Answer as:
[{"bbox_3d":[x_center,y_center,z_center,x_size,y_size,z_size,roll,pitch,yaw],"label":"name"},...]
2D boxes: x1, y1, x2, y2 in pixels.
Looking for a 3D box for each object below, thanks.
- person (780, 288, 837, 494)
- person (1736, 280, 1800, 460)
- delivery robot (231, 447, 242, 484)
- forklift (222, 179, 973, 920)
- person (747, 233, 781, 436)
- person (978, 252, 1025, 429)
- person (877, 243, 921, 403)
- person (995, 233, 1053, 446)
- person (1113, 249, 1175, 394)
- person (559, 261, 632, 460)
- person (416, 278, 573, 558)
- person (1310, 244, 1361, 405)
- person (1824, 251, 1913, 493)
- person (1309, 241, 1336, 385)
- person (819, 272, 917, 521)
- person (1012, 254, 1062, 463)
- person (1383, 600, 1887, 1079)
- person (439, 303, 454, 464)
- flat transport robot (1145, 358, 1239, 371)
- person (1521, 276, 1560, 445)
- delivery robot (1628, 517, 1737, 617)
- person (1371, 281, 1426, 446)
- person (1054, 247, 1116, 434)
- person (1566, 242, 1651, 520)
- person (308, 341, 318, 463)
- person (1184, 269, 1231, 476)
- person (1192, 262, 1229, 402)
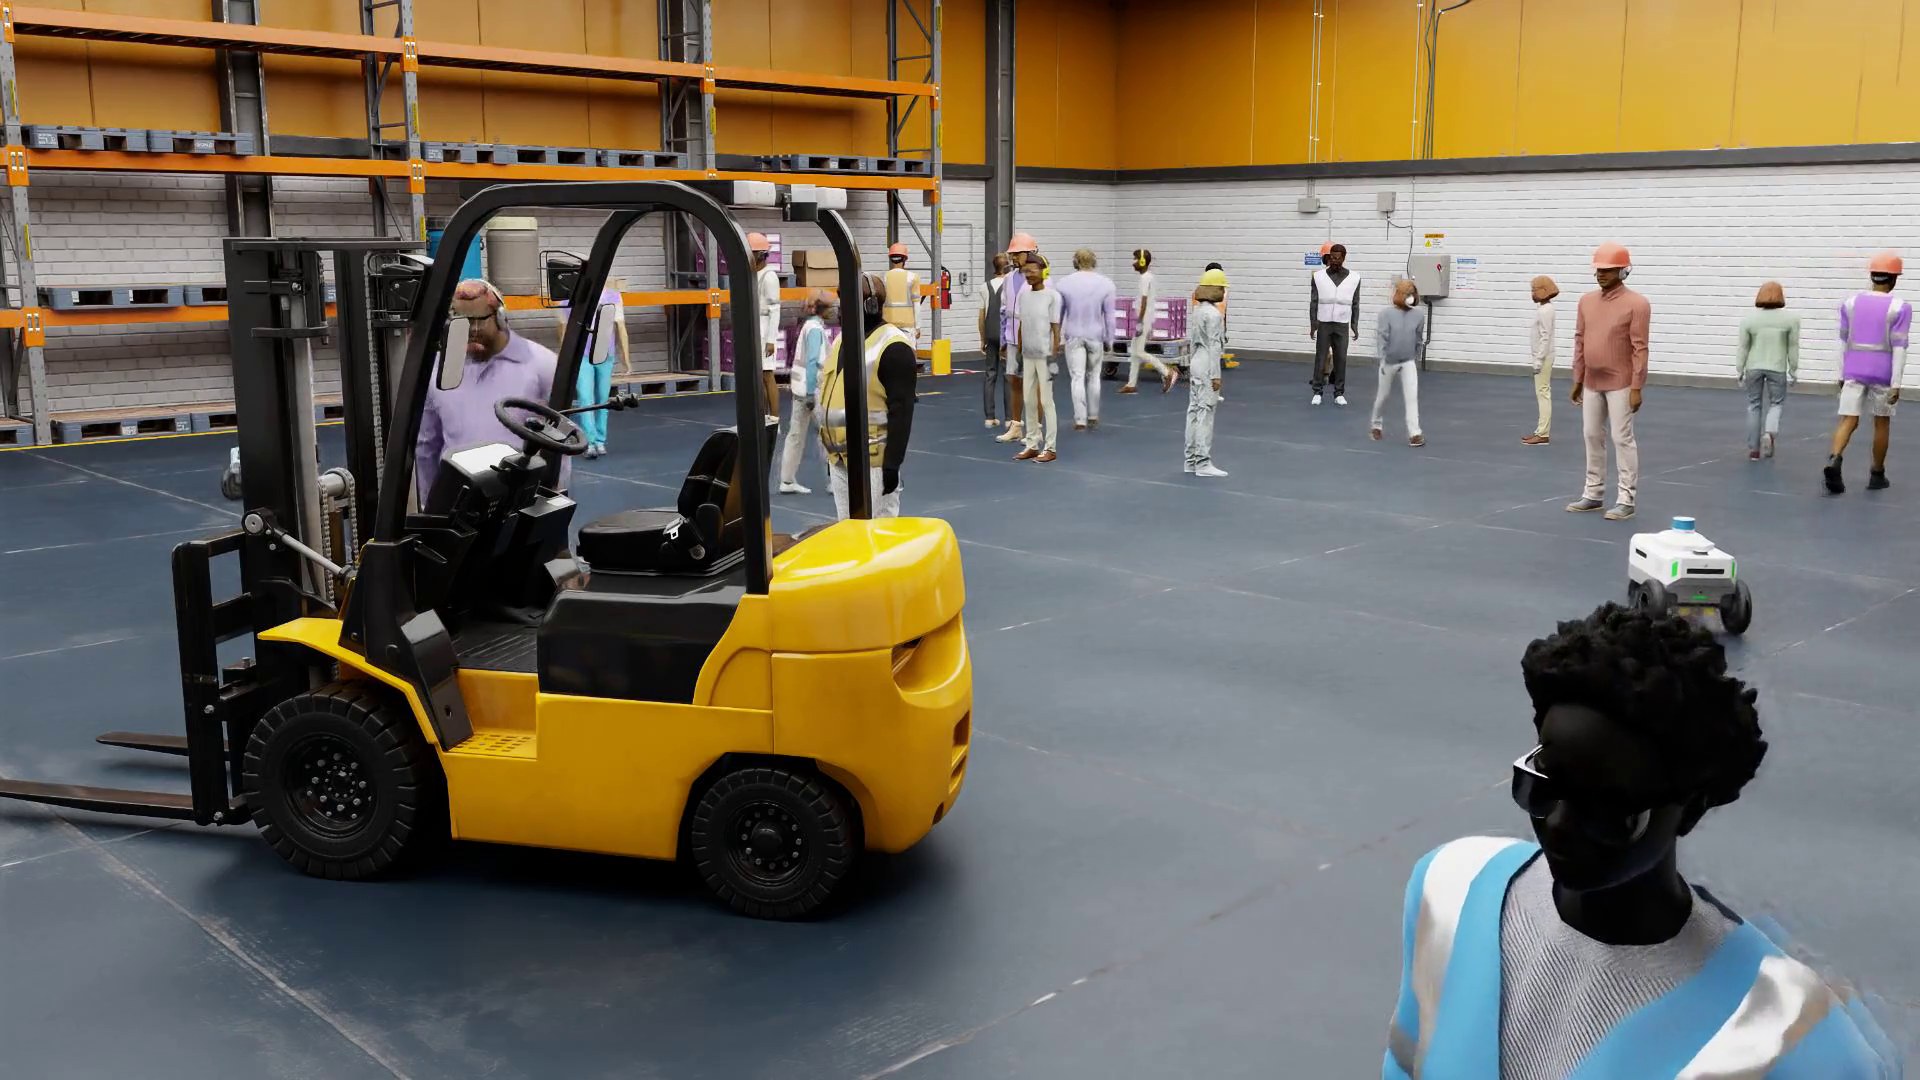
[{"bbox_3d":[-1.069,-1.141,12.911,0.745,1.602,0.548,-2,11,-10],"label":"person"},{"bbox_3d":[7.220,-1.508,14.894,0.520,1.619,0.458,5,12,26],"label":"person"},{"bbox_3d":[-5.318,-0.650,12.887,0.477,0.478,0.707,2,10,9],"label":"delivery robot"},{"bbox_3d":[-1.114,-0.058,5.440,2.313,2.155,1.214,2,11,13],"label":"forklift"},{"bbox_3d":[-2.027,-2.055,16.743,0.379,2.041,0.616,-5,12,-27],"label":"person"},{"bbox_3d":[0.438,-2.089,17.473,0.508,1.842,0.336,6,12,29],"label":"person"},{"bbox_3d":[-0.734,-2.602,20.040,0.542,1.928,0.377,1,10,5],"label":"person"},{"bbox_3d":[0.605,-1.932,16.072,0.615,2.043,0.373,10,14,43],"label":"person"},{"bbox_3d":[2.350,-2.759,21.105,0.723,1.850,0.555,0,10,3],"label":"person"},{"bbox_3d":[-3.282,-1.624,15.026,0.597,1.802,0.901,-4,11,-21],"label":"person"},{"bbox_3d":[-1.989,-0.157,6.949,0.808,1.856,0.558,0,10,-1],"label":"person"},{"bbox_3d":[4.487,-2.577,19.942,0.589,1.915,0.398,1,10,7],"label":"person"},{"bbox_3d":[7.140,-1.312,13.084,0.842,1.907,0.543,-9,14,-41],"label":"person"},{"bbox_3d":[4.981,-3.063,22.518,0.545,1.942,0.353,-9,14,-42],"label":"person"},{"bbox_3d":[-0.488,-0.414,8.346,0.429,1.844,0.624,-8,13,-37],"label":"person"},{"bbox_3d":[0.690,-1.619,14.880,0.504,1.864,0.320,10,14,43],"label":"person"},{"bbox_3d":[0.695,0.872,1.758,0.568,1.679,0.540,-6,12,-31],"label":"person"},{"bbox_3d":[-2.276,-0.310,7.758,0.963,1.859,0.677,1,10,3],"label":"person"},{"bbox_3d":[3.510,-2.699,25.091,1.431,0.197,0.652,-9,14,-41],"label":"flat transport robot"},{"bbox_3d":[5.638,-1.740,16.145,0.278,1.633,0.497,4,11,21],"label":"person"},{"bbox_3d":[3.759,0.123,8.671,0.477,0.478,0.707,1,10,4],"label":"delivery robot"},{"bbox_3d":[4.264,-1.722,16.179,0.509,1.586,0.872,-1,10,-7],"label":"person"},{"bbox_3d":[1.269,-2.071,17.247,0.639,1.893,0.952,0,10,-3],"label":"person"},{"bbox_3d":[4.630,-1.130,11.902,0.443,1.980,0.627,-5,11,-25],"label":"person"},{"bbox_3d":[-3.723,-0.611,9.192,0.590,1.923,0.383,9,14,40],"label":"person"},{"bbox_3d":[2.103,-1.414,14.075,0.321,1.740,0.489,-2,11,-11],"label":"person"},{"bbox_3d":[3.037,-2.513,20.179,0.533,1.698,0.322,-6,12,-29],"label":"person"}]
